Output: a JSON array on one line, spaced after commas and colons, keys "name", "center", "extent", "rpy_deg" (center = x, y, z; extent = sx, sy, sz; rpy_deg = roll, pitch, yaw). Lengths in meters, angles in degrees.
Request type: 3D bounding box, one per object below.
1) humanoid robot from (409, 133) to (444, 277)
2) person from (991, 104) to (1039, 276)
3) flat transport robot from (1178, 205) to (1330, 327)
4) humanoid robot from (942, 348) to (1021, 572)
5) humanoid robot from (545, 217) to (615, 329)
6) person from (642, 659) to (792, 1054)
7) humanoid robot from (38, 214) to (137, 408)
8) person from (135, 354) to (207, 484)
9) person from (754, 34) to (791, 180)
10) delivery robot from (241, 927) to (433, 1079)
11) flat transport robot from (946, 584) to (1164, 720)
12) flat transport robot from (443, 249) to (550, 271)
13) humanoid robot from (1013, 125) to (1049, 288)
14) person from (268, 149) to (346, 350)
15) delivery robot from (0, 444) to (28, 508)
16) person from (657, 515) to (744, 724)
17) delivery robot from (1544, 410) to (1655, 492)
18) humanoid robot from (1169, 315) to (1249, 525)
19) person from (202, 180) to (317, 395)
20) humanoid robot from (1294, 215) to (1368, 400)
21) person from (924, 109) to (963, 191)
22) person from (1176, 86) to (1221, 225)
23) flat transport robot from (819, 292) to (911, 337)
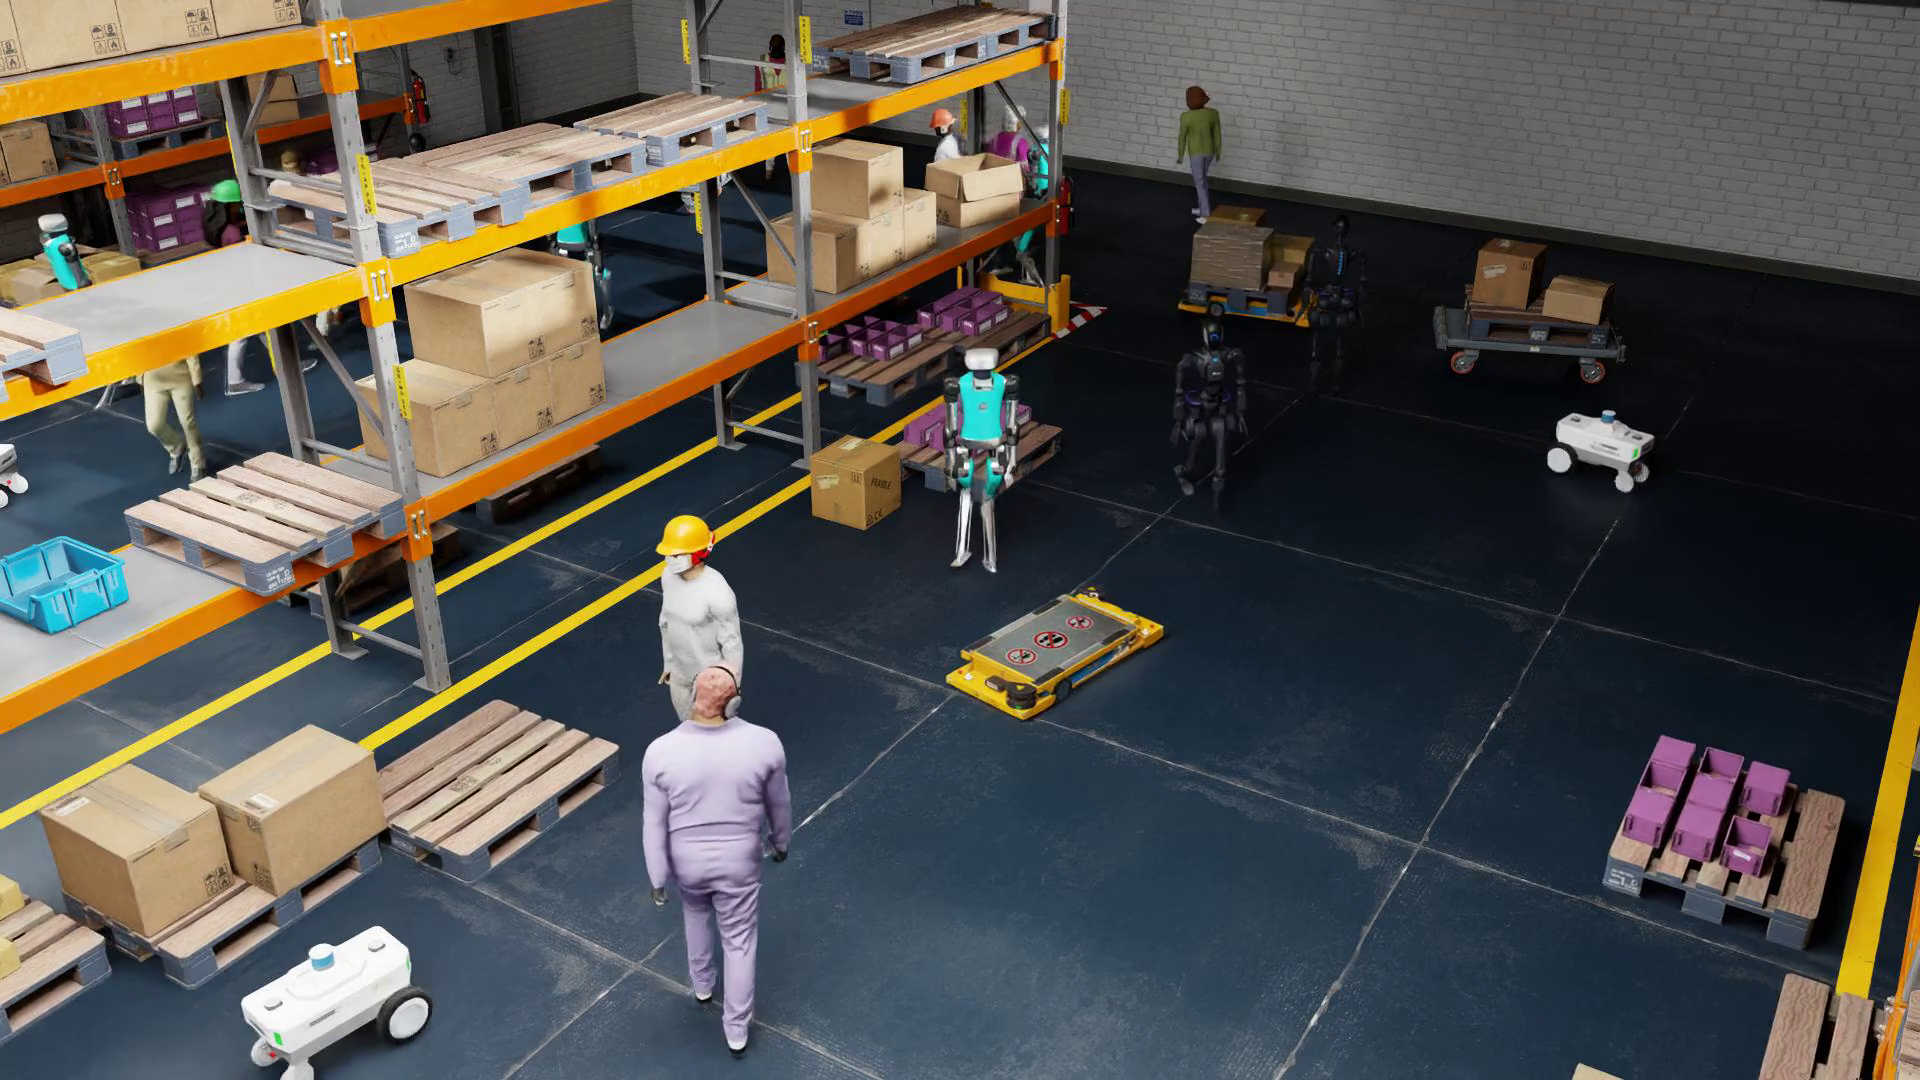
[{"name": "humanoid robot", "center": [-5.585, -3.468, 17.494], "extent": [0.598, 1.638, 0.607], "rpy_deg": [-4, 27, -8]}, {"name": "person", "center": [0.641, -3.799, 17.984], "extent": [0.900, 1.810, 0.521], "rpy_deg": [-21, 34, -35]}, {"name": "flat transport robot", "center": [3.014, -2.439, 17.004], "extent": [1.431, 0.231, 0.659], "rpy_deg": [11, 29, 20]}, {"name": "humanoid robot", "center": [0.125, -0.570, 11.703], "extent": [0.530, 1.798, 0.748], "rpy_deg": [-2, 27, -5]}, {"name": "humanoid robot", "center": [-3.588, -2.730, 16.024], "extent": [0.544, 1.771, 1.023], "rpy_deg": [3, 27, 6]}, {"name": "person", "center": [-1.097, 1.430, 7.620], "extent": [0.662, 1.865, 0.778], "rpy_deg": [-3, 27, -5]}, {"name": "humanoid robot", "center": [-7.479, -2.036, 14.617], "extent": [0.554, 1.786, 0.828], "rpy_deg": [22, 34, 37]}, {"name": "person", "center": [-6.226, -1.255, 13.050], "extent": [0.568, 1.737, 0.382], "rpy_deg": [-3, 27, -5]}, {"name": "person", "center": [-2.331, -5.588, 21.474], "extent": [0.625, 1.842, 0.429], "rpy_deg": [-3, 27, -5]}, {"name": "delivery robot", "center": [-2.889, 2.123, 7.697], "extent": [0.499, 0.592, 0.774], "rpy_deg": [22, 34, 36]}, {"name": "flat transport robot", "center": [0.636, 0.709, 10.802], "extent": [0.659, 0.231, 1.431], "rpy_deg": [23, 35, 38]}, {"name": "flat transport robot", "center": [-4.825, -2.819, 17.752], "extent": [1.431, 0.231, 0.659], "rpy_deg": [-19, 33, -33]}, {"name": "humanoid robot", "center": [0.719, -3.460, 17.408], "extent": [0.767, 1.794, 0.550], "rpy_deg": [17, 31, 30]}, {"name": "person", "center": [-6.249, -2.876, 16.089], "extent": [0.660, 1.895, 0.990], "rpy_deg": [2, 27, 5]}, {"name": "delivery robot", "center": [-7.761, -0.560, 12.979], "extent": [0.782, 0.589, 0.499], "rpy_deg": [2, 27, 4]}, {"name": "person", "center": [-1.400, 0.721, 8.983], "extent": [0.565, 1.896, 0.376], "rpy_deg": [20, 33, 34]}, {"name": "delivery robot", "center": [5.151, -0.751, 13.371], "extent": [0.807, 0.603, 0.499], "rpy_deg": [24, 35, 39]}, {"name": "humanoid robot", "center": [1.870, -0.972, 12.593], "extent": [0.608, 1.626, 0.679], "rpy_deg": [-5, 27, -10]}, {"name": "person", "center": [-6.297, -2.266, 14.848], "extent": [0.856, 1.914, 0.513], "rpy_deg": [-17, 32, -30]}, {"name": "humanoid robot", "center": [3.275, -2.062, 14.702], "extent": [0.612, 1.653, 0.344], "rpy_deg": [-1, 27, -1]}, {"name": "person", "center": [-0.191, -3.861, 18.214], "extent": [0.893, 1.693, 0.571], "rpy_deg": [6, 28, 12]}, {"name": "person", "center": [2.820, -4.569, 19.718], "extent": [0.527, 1.600, 0.609], "rpy_deg": [-12, 29, -22]}, {"name": "flat transport robot", "center": [-1.161, -2.339, 16.807], "extent": [0.659, 0.231, 1.431], "rpy_deg": [16, 31, 28]}]
